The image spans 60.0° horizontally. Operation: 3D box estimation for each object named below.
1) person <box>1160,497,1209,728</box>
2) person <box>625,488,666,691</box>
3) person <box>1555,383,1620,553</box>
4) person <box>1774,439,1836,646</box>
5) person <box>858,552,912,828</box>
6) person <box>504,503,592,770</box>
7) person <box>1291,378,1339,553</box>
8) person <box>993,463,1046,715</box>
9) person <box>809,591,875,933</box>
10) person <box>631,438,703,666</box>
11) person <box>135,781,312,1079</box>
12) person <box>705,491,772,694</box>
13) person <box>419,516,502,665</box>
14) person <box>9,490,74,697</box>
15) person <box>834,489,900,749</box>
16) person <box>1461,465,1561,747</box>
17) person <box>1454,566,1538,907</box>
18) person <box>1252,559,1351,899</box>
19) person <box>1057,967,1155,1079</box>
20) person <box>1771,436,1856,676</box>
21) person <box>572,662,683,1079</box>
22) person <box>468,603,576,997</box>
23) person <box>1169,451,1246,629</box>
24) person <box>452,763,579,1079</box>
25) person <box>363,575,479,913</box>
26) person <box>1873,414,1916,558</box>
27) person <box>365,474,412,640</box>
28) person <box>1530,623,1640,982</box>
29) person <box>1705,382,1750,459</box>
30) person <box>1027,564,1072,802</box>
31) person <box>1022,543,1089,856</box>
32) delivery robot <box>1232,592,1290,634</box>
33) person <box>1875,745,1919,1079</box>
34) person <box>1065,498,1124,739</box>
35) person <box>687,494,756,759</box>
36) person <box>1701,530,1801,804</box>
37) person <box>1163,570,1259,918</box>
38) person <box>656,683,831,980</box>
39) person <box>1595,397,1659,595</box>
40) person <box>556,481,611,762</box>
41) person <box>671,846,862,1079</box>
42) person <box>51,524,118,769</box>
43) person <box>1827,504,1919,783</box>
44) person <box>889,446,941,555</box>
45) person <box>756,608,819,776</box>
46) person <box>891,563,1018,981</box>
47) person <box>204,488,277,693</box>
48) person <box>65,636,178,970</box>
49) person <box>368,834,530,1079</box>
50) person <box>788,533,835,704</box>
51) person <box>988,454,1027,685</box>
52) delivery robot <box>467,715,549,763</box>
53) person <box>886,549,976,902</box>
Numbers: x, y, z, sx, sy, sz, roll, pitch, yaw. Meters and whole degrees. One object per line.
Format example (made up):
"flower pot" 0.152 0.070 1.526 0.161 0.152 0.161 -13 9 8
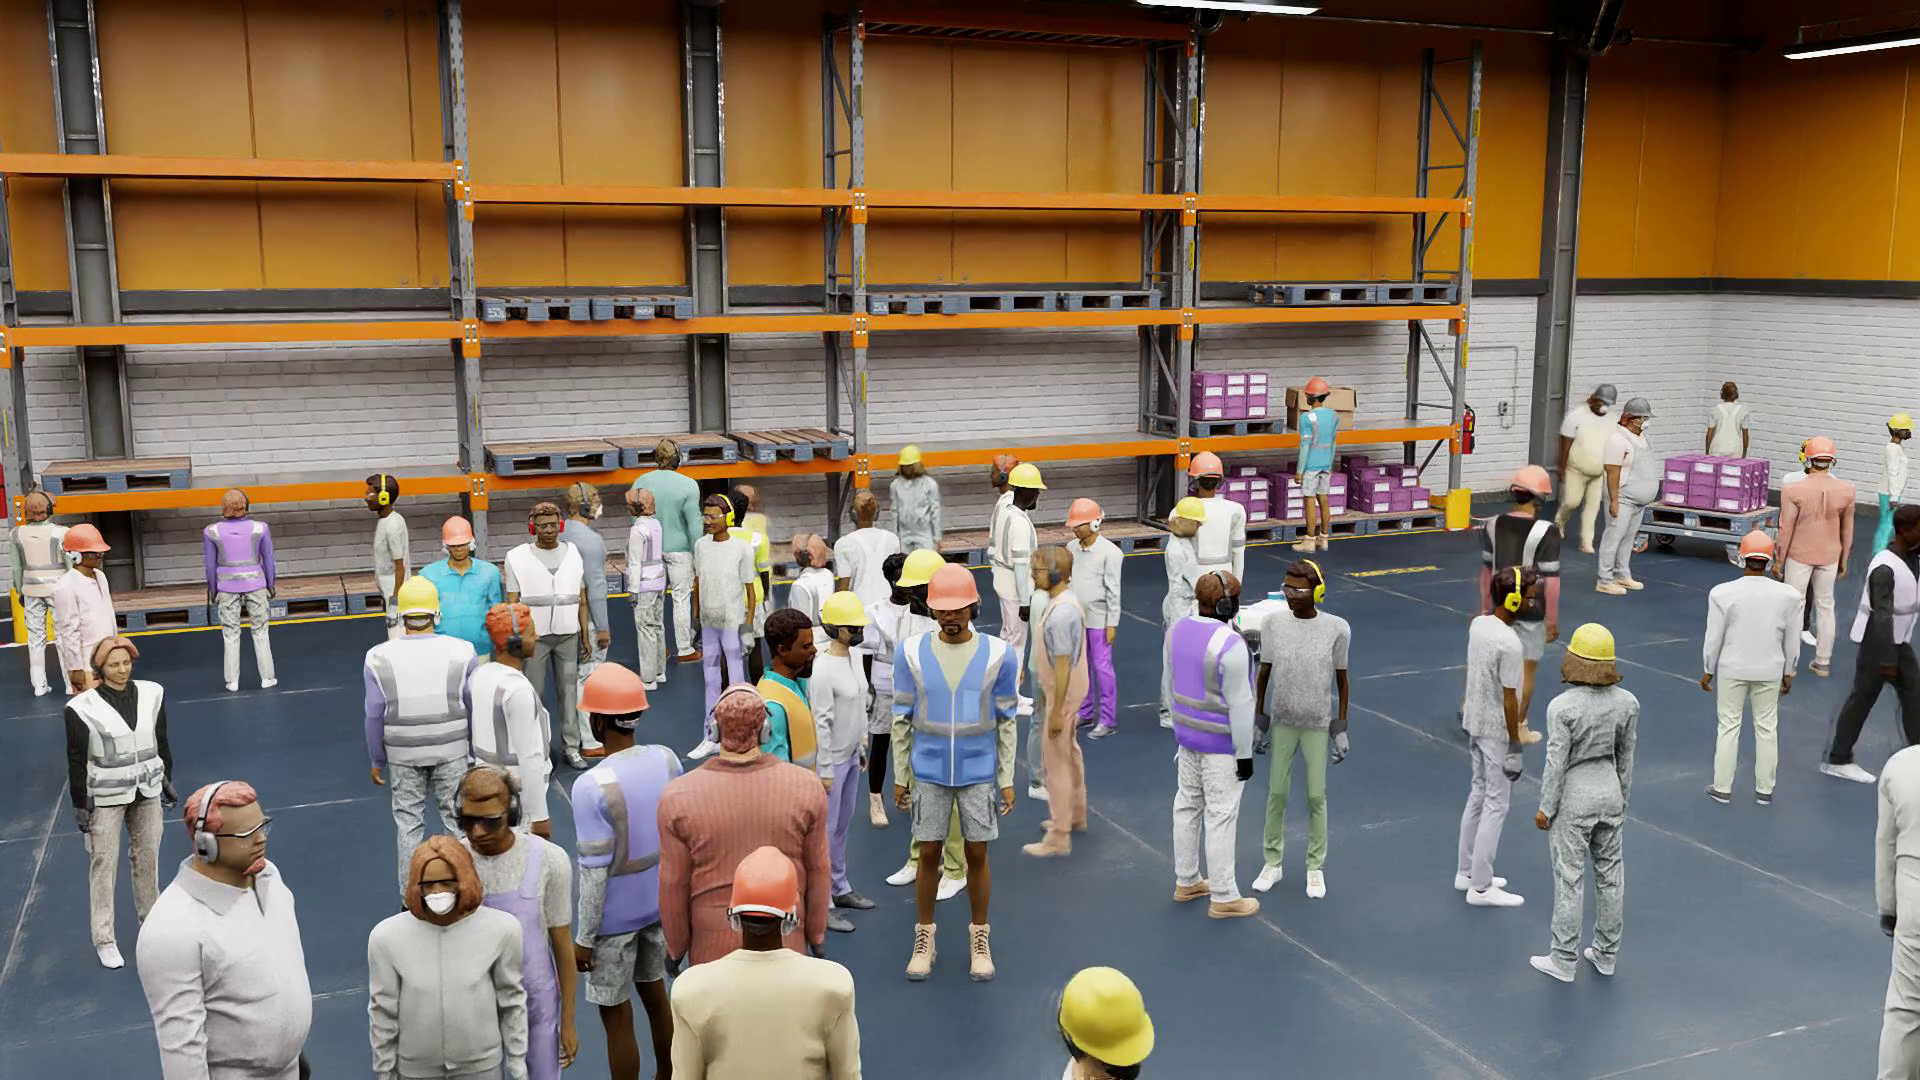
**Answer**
"person" 1.655 0.535 12.226 0.323 1.729 0.494 4 11 21
"person" -2.517 0.394 13.329 0.310 1.631 0.513 2 10 9
"person" 7.342 -0.879 19.475 0.749 2.000 0.697 0 10 -2
"person" 7.522 0.020 14.796 0.532 1.868 0.310 -1 10 -4
"person" -0.365 0.907 10.175 0.541 1.695 0.316 -5 11 -27
"person" -2.762 0.655 11.200 0.566 1.846 0.389 -6 11 -30
"person" 4.132 -0.870 19.406 0.607 2.048 0.366 -8 13 -39
"person" 0.453 0.373 12.618 0.397 1.920 0.587 -1 10 -7
"person" -0.613 1.133 8.676 0.326 1.769 0.524 3 10 19
"person" -2.465 0.105 14.101 0.635 1.937 0.352 3 10 17
"person" -2.216 1.671 5.172 0.409 1.909 0.640 1 10 4
"person" -1.700 0.471 12.689 0.536 1.696 0.322 0 10 0
"person" -3.342 0.704 11.178 0.563 1.753 0.327 -4 11 -22
"person" -7.173 0.430 13.086 0.512 1.641 0.309 0 10 -2
"person" -0.660 0.559 11.757 0.506 1.846 0.348 -6 11 -30
"person" 3.905 0.482 11.711 0.579 2.025 0.609 -6 11 -31
"person" 2.874 1.048 8.922 0.335 1.855 0.532 -1 10 -6
"person" 1.852 1.018 9.051 0.535 1.865 0.314 3 10 19
"person" 0.419 1.901 4.333 0.405 1.738 0.584 2 10 14
"person" 7.032 0.139 13.741 0.622 1.993 0.382 0 10 1
"person" -1.320 1.428 6.482 0.357 1.936 0.551 5 11 28
"person" -2.088 1.223 7.820 0.354 1.883 0.572 -8 12 -38
"person" 1.804 0.362 12.322 0.607 2.044 0.372 -3 10 -17
"person" -1.554 1.629 5.637 0.512 1.835 0.361 -1 10 -5
"person" -2.785 1.093 8.704 0.600 1.834 0.404 -3 10 -17
"person" 10.110 -0.488 18.020 0.311 1.769 0.522 5 11 27
"person" -4.250 0.432 12.415 0.331 1.874 0.519 -4 11 -22
"person" 3.003 1.258 8.022 0.485 1.745 0.296 -3 10 -15
"person" 9.846 -1.111 21.386 0.508 1.842 0.336 3 10 19
"person" 0.586 0.849 10.694 0.280 1.634 0.498 3 10 17
"person" 0.575 0.915 9.747 0.357 1.844 0.513 1 10 6
"delivery robot" 2.717 0.693 14.426 0.707 0.478 0.477 0 10 -2
"person" 3.825 1.464 6.363 0.401 1.910 0.641 -3 10 -19
"person" 0.928 0.556 12.078 0.354 1.738 0.574 -8 13 -39
"person" -1.636 0.604 11.421 0.519 1.873 0.328 5 11 25
"person" 5.012 0.808 10.580 0.561 1.753 0.327 2 10 11
"person" 1.352 1.069 8.829 0.430 1.845 0.619 -6 11 -30
"person" -0.809 1.478 6.282 0.643 1.910 0.399 -2 10 -12
"person" 6.889 -0.464 17.086 0.681 2.000 0.535 -9 14 -43
"person" -2.607 0.556 11.503 0.375 1.940 0.627 -8 12 -37
"person" -0.579 1.774 5.017 0.573 1.750 0.332 -1 10 -7
"person" -5.662 0.759 10.867 0.329 1.751 0.570 -1 10 -5
"person" 6.140 0.709 10.762 0.629 1.879 0.920 -8 13 -39
"person" -0.421 -0.037 15.575 0.495 1.711 0.487 3 10 19
"person" -0.800 1.248 7.573 0.381 1.918 0.596 0 10 -2
"person" -0.029 1.114 7.989 0.611 2.043 0.374 0 10 2
"person" -5.722 0.401 13.258 0.514 1.641 0.307 -4 11 -21
"person" -4.136 1.273 8.232 0.308 1.639 0.523 6 12 32
"person" -1.673 1.753 5.480 0.499 1.634 0.285 -3 10 -15
"person" -0.993 0.759 11.179 0.307 1.643 0.525 3 10 19
"person" 0.389 0.240 13.486 0.359 1.882 0.575 2 10 9
"delivery robot" -3.110 1.280 11.047 0.707 0.478 0.477 -6 11 -30
"person" -0.165 0.993 9.020 0.593 1.925 0.384 10 14 44
